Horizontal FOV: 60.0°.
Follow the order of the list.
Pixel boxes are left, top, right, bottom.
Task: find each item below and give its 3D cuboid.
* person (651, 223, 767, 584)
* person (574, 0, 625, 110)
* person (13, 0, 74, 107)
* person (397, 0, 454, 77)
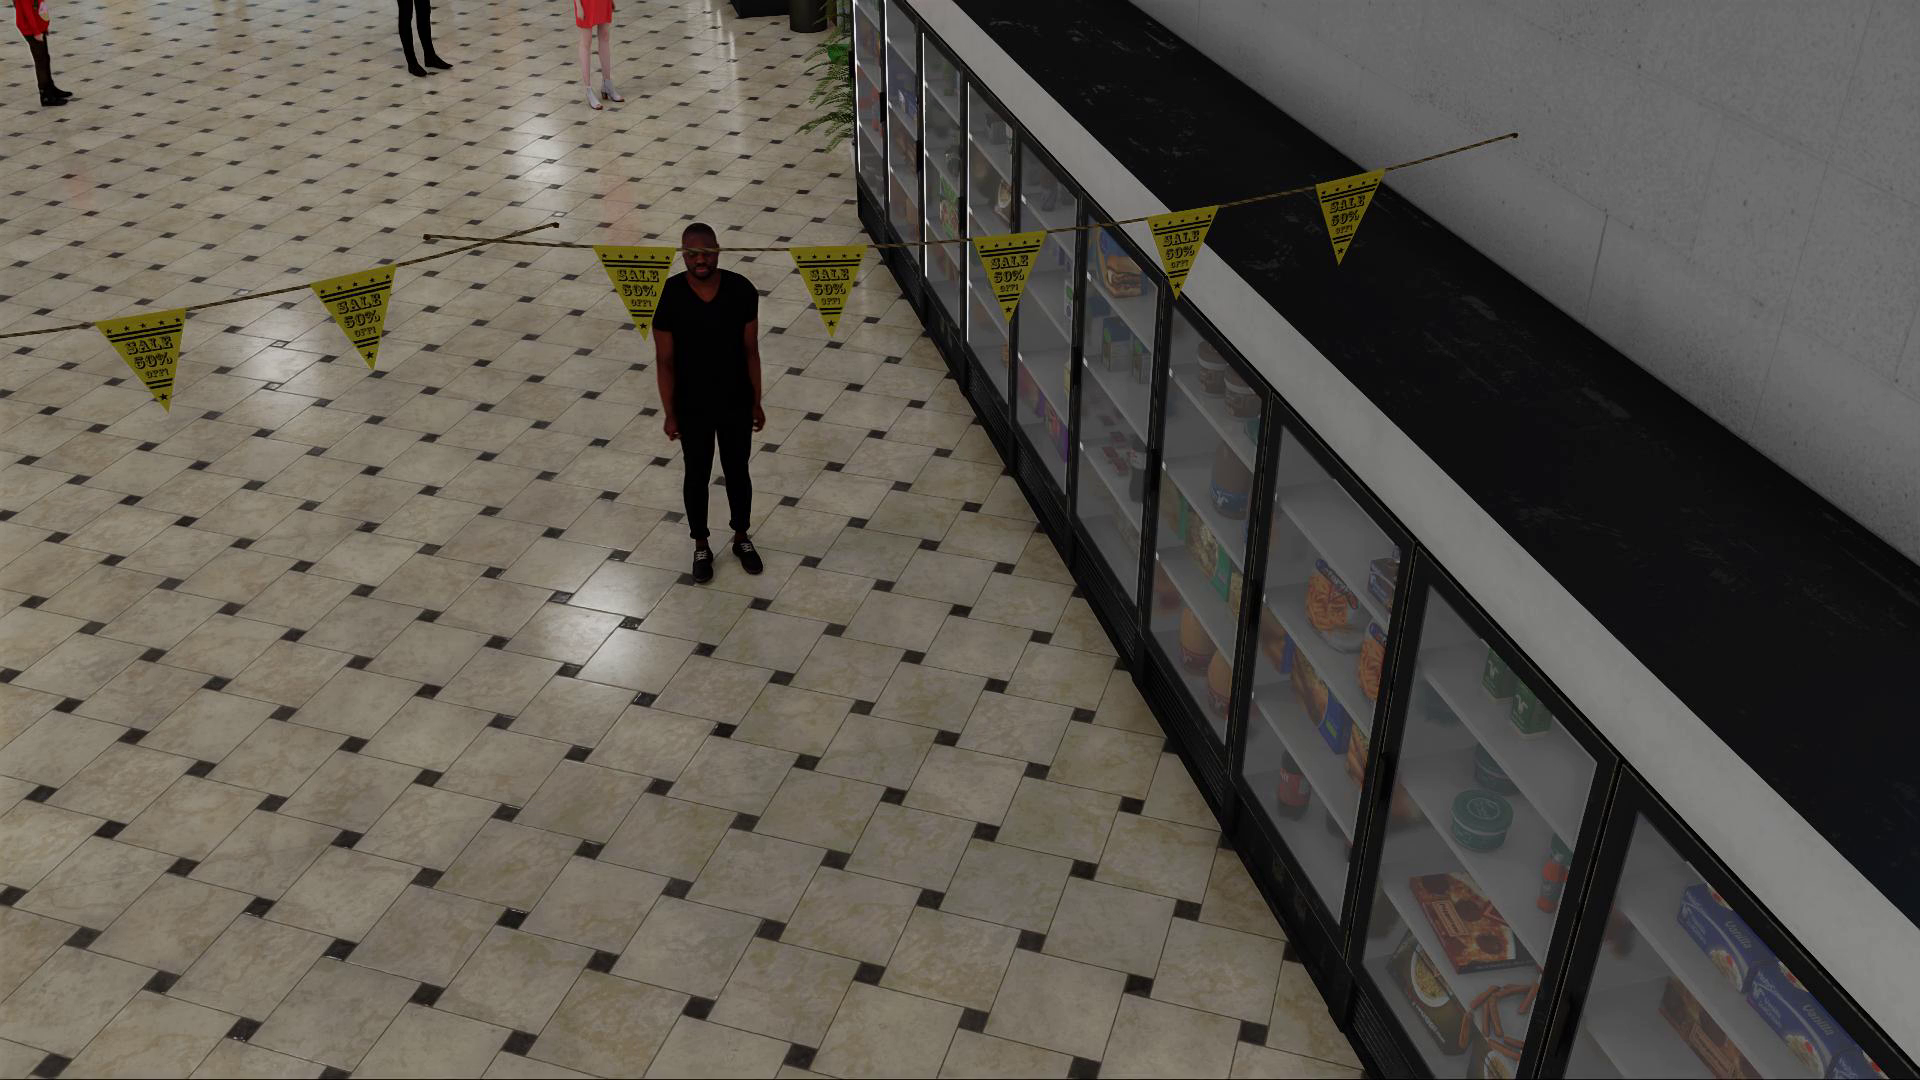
[{"bbox_3d":[-1.187,-0.658,7.986,0.498,1.819,0.731,-10,33,-15],"label":"person"},{"bbox_3d":[-3.211,-4.715,14.496,0.722,1.828,0.640,21,37,30],"label":"person"},{"bbox_3d":[-8.163,-4.505,14.678,0.469,1.280,0.478,-8,33,-13],"label":"person"},{"bbox_3d":[-5.093,-5.287,15.356,0.844,1.891,0.774,19,36,27],"label":"person"}]
